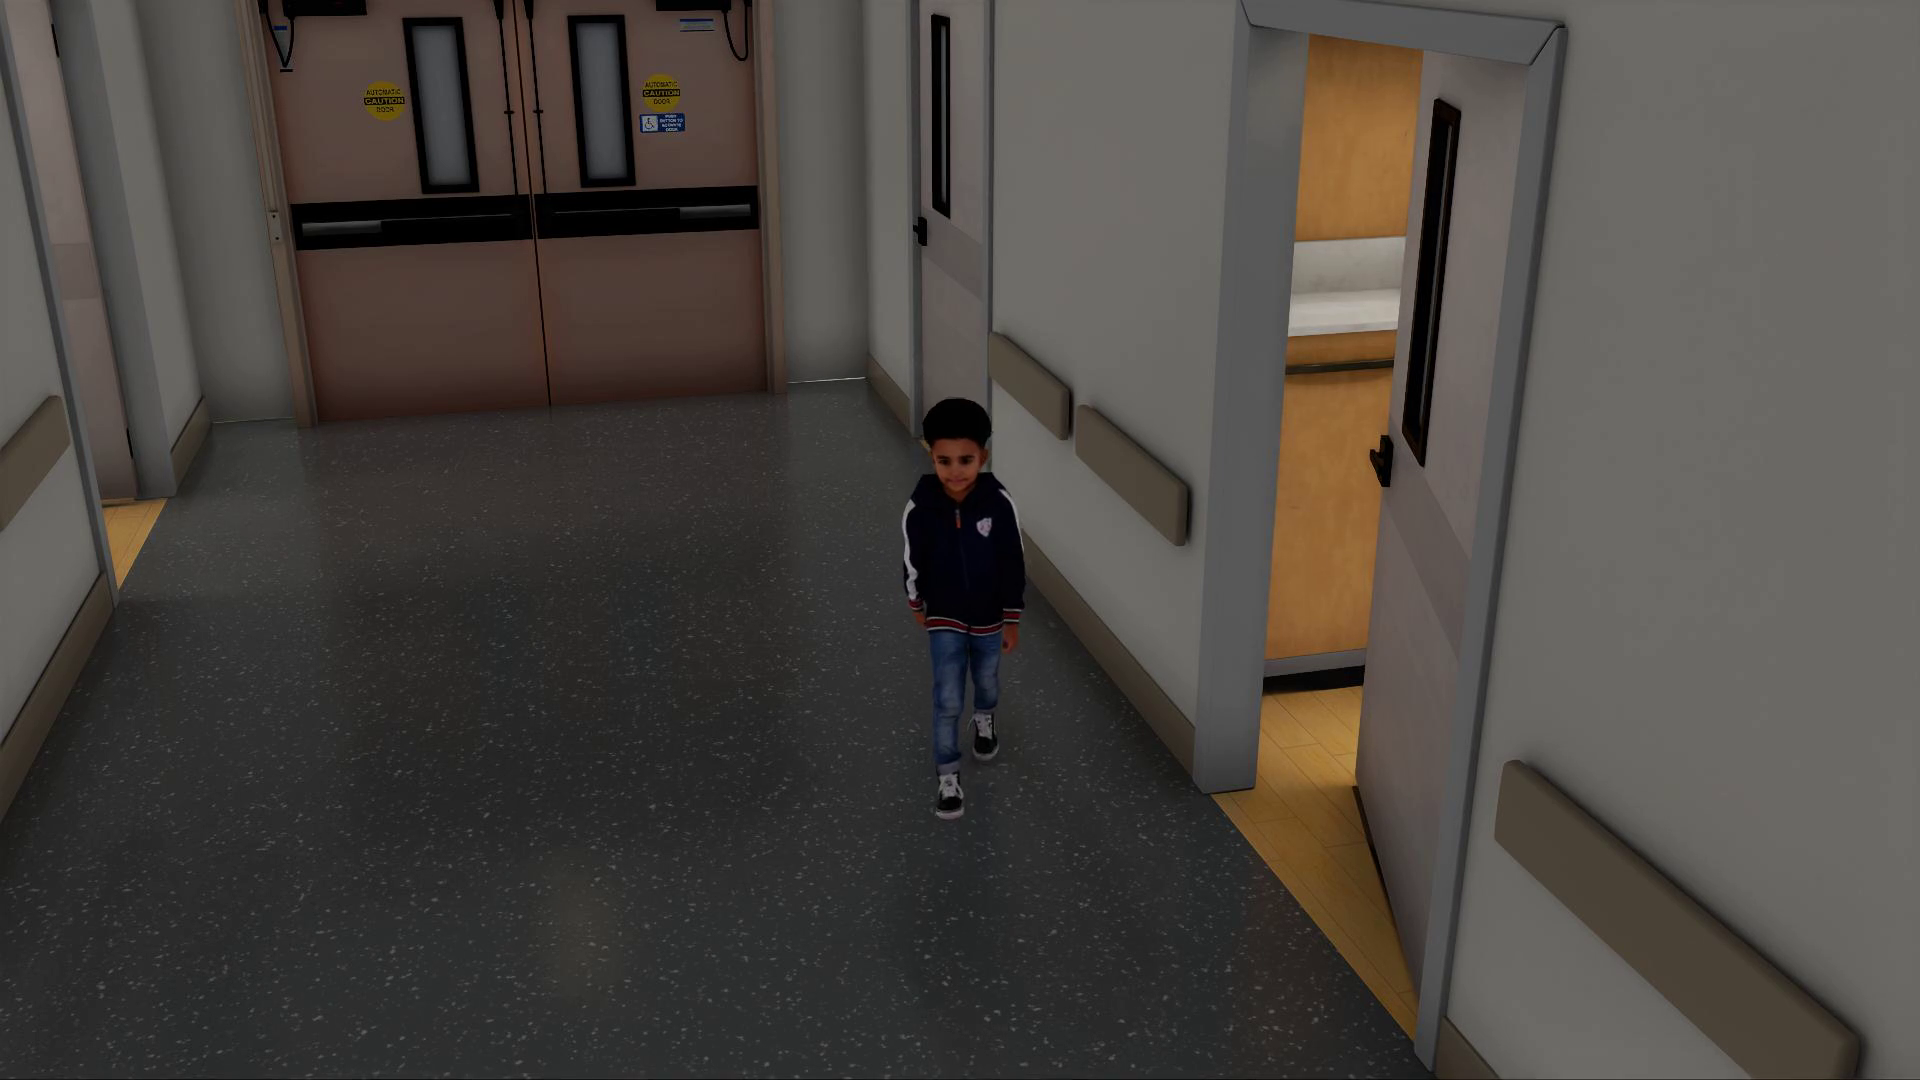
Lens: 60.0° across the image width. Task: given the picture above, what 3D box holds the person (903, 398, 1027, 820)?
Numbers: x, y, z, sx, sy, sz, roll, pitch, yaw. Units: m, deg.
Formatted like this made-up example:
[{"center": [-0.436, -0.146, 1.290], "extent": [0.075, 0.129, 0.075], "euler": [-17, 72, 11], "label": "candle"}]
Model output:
[{"center": [0.033, 0.166, 4.914], "extent": [0.652, 1.193, 0.899], "euler": [1, 21, 1], "label": "person"}]
